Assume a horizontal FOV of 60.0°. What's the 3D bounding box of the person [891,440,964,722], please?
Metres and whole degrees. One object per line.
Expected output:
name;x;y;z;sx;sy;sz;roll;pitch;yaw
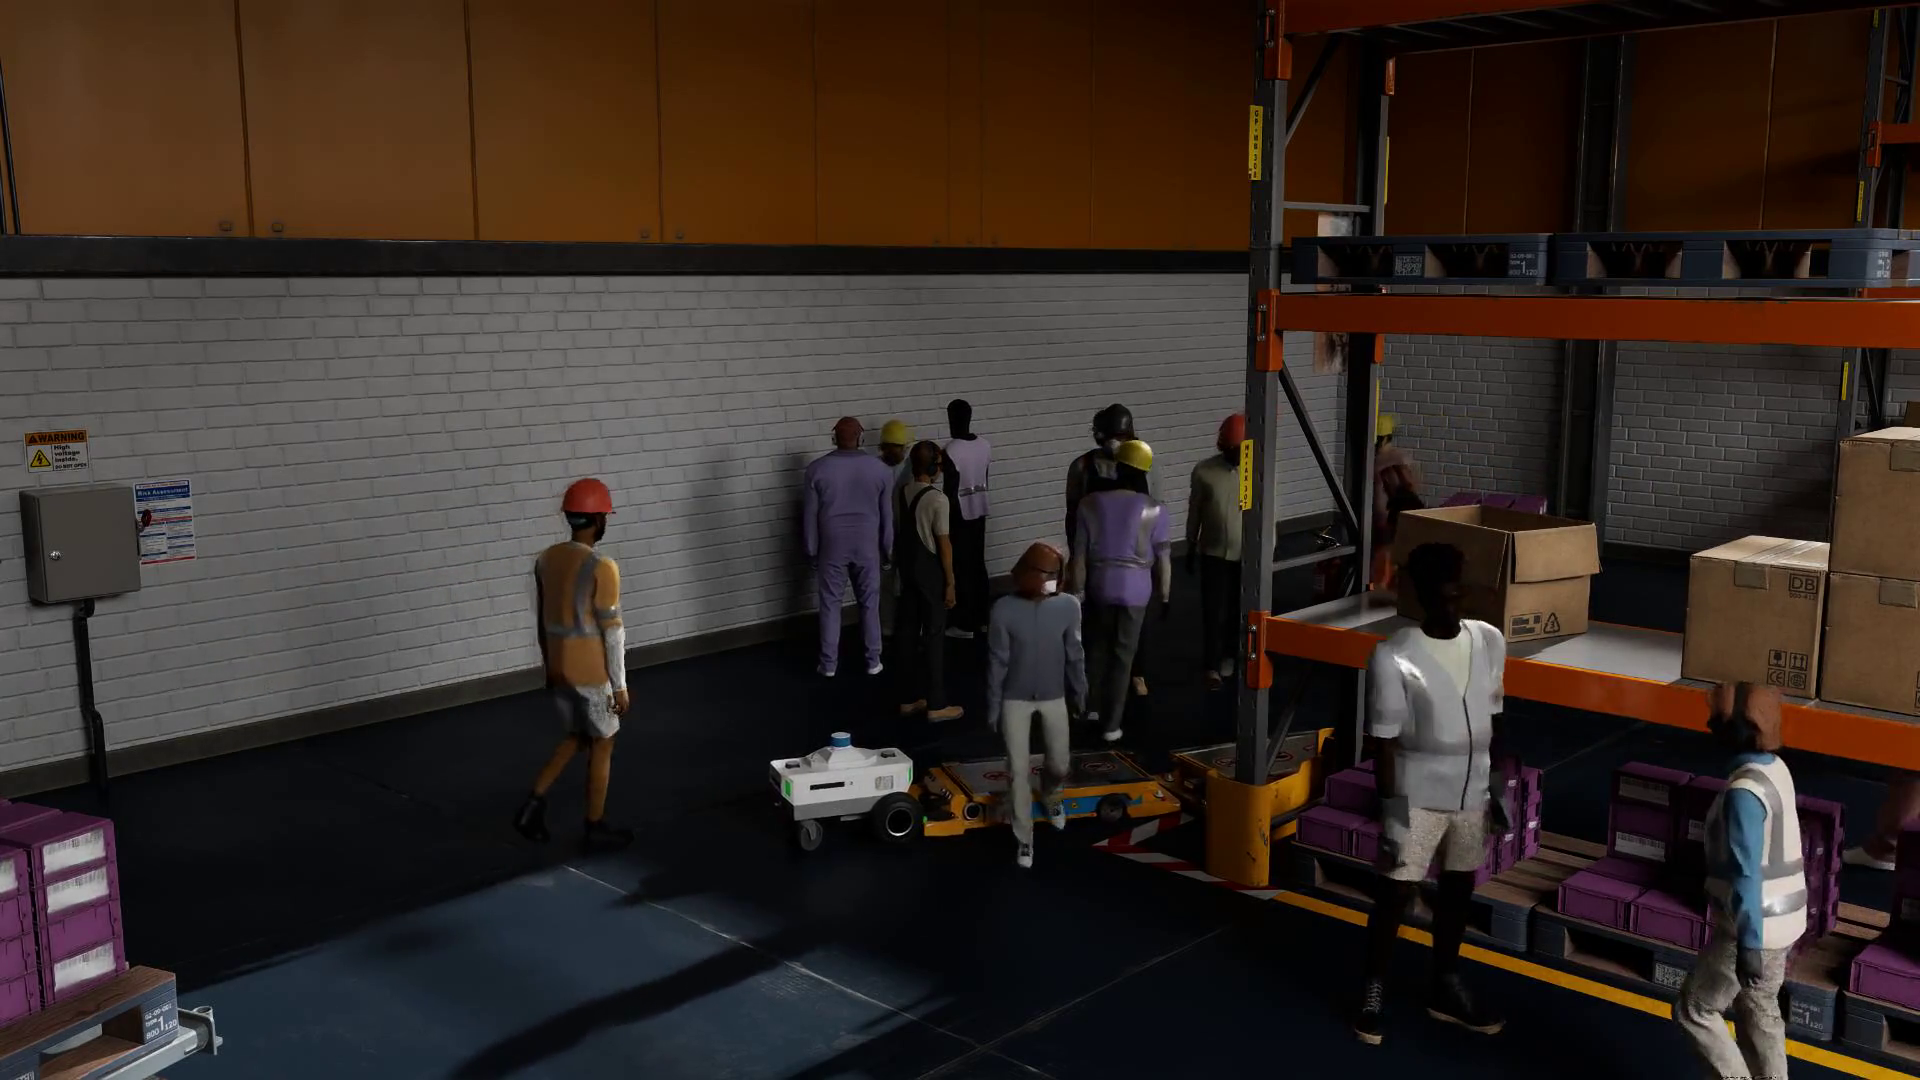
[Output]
person;-0.225;0.268;10.879;0.506;1.842;0.346;9;13;43

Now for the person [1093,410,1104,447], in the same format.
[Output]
person;1.194;-0.086;13.046;0.509;1.850;0.641;-4;10;-24

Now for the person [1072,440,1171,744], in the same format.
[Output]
person;1.014;0.323;10.352;0.603;1.894;0.462;3;10;20

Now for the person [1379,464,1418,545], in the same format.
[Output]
person;3.059;0.265;11.554;0.367;1.613;0.580;2;9;12

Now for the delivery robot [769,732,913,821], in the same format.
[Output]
delivery robot;-0.615;1.237;8.585;0.707;0.478;0.477;-4;10;-21

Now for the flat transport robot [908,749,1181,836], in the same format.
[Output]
flat transport robot;0.413;1.353;9.028;1.431;0.197;0.652;-3;10;-16

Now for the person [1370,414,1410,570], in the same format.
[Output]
person;3.484;-0.187;13.958;0.526;1.735;0.570;-9;13;-43

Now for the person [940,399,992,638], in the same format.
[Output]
person;0.044;-0.166;13.318;0.391;1.914;0.590;6;11;33

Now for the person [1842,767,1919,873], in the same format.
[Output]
person;4.714;0.758;7.816;0.959;1.870;0.648;7;11;36

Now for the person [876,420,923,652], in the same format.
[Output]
person;-0.506;-0.029;12.825;0.613;1.810;0.465;1;9;8

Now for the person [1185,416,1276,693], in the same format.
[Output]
person;1.897;0.088;11.710;0.627;1.921;1.068;1;9;8

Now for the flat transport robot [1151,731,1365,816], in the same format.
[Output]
flat transport robot;1.830;1.297;9.373;1.431;0.197;0.652;-4;10;-25

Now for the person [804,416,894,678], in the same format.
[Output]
person;-0.807;0.047;12.084;0.658;1.898;0.402;-2;9;-10

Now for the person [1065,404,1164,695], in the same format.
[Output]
person;1.072;0.071;11.474;0.689;2.000;0.539;0;9;1

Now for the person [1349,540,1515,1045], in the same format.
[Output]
person;1.801;0.961;6.346;0.712;1.936;0.375;-4;10;-22

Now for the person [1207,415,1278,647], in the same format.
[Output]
person;2.154;-0.045;12.798;0.550;1.832;0.753;2;10;14

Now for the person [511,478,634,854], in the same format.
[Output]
person;-1.914;0.651;8.308;0.569;1.914;0.558;8;12;40

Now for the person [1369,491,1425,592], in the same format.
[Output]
person;2.638;0.547;9.760;0.537;1.660;0.885;-6;11;-33

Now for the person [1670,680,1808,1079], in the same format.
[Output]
person;2.574;1.264;5.440;0.408;1.617;0.575;6;11;34

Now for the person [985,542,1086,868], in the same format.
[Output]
person;0.366;0.791;8.332;0.535;1.618;0.472;-2;9;-10
